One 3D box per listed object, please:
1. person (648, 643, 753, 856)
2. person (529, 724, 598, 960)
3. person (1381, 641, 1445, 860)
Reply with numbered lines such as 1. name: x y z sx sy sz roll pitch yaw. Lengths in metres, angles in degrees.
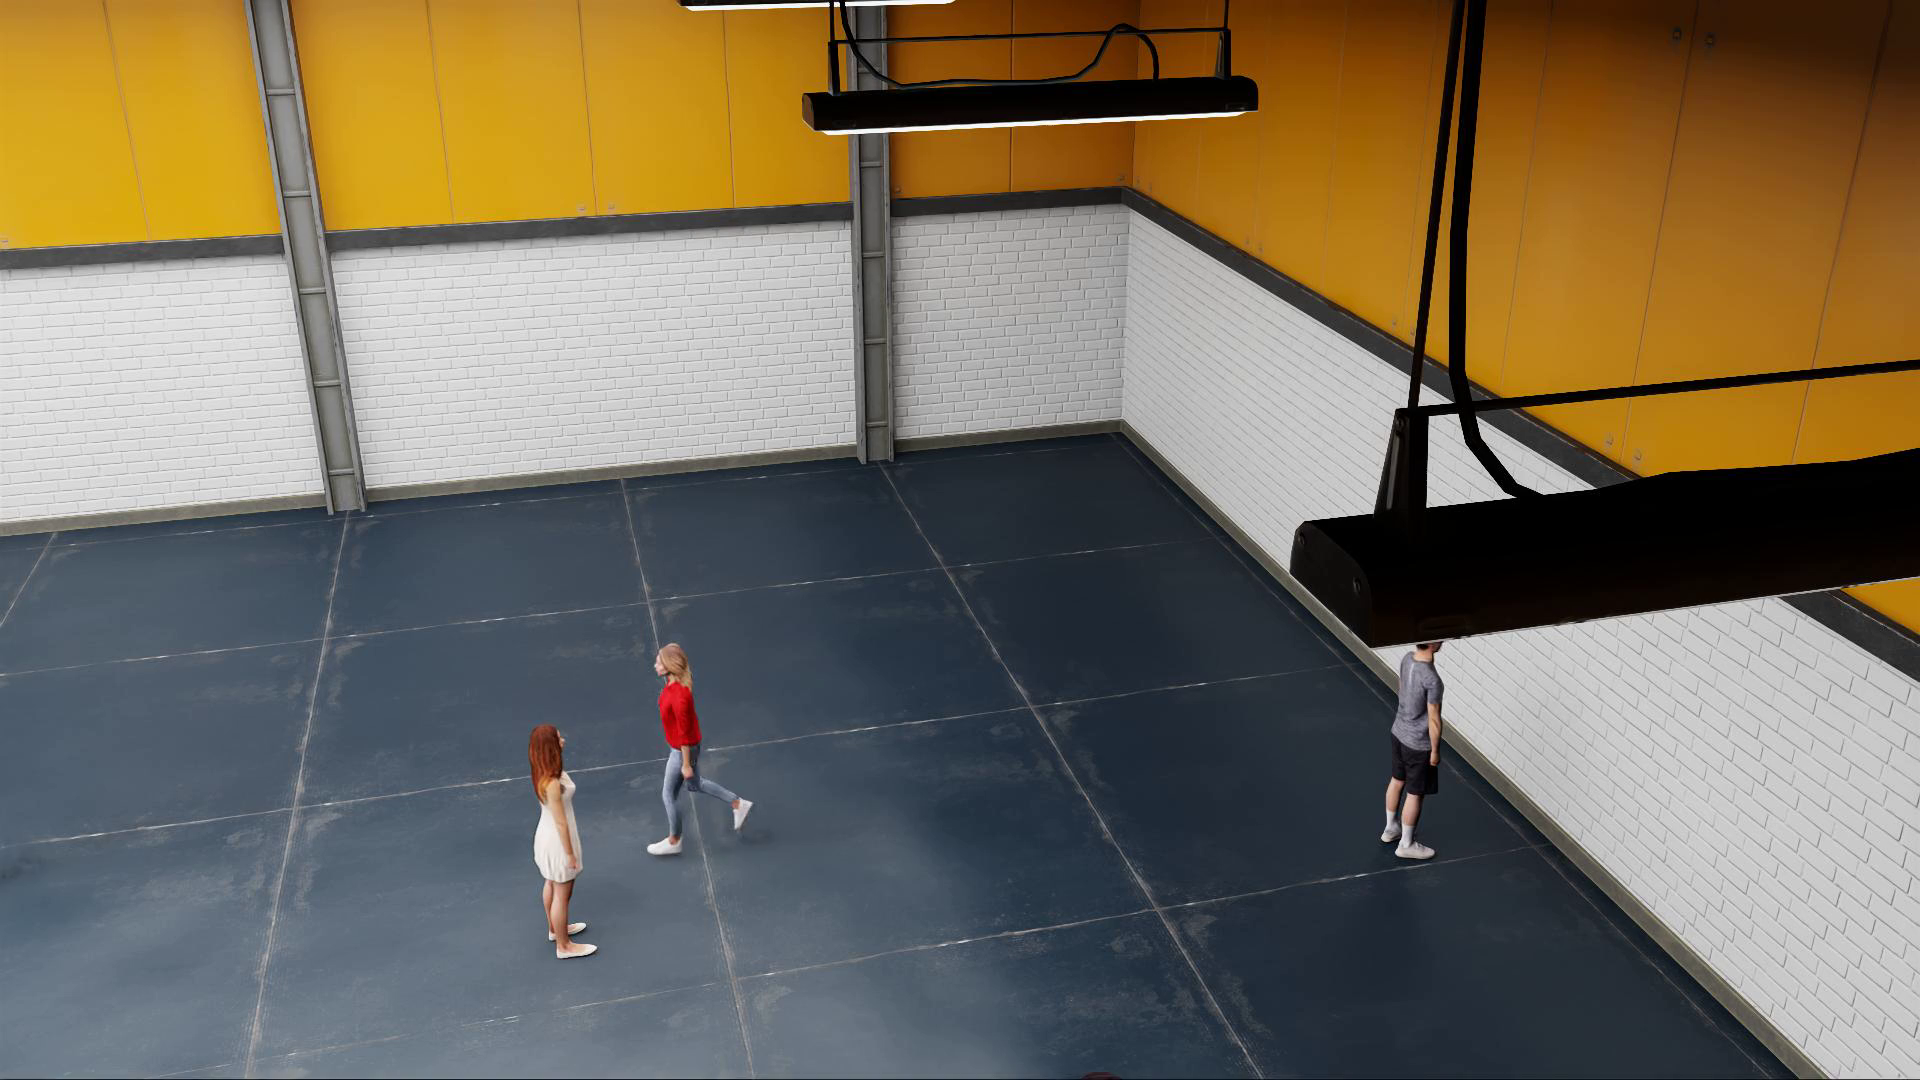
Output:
1. person: -1.925 1.523 12.086 1.015 1.683 0.648 -5 24 -12
2. person: -2.675 1.975 11.017 0.570 1.711 0.598 -11 26 -23
3. person: 3.296 1.424 12.074 0.543 1.873 0.650 -5 24 -12
